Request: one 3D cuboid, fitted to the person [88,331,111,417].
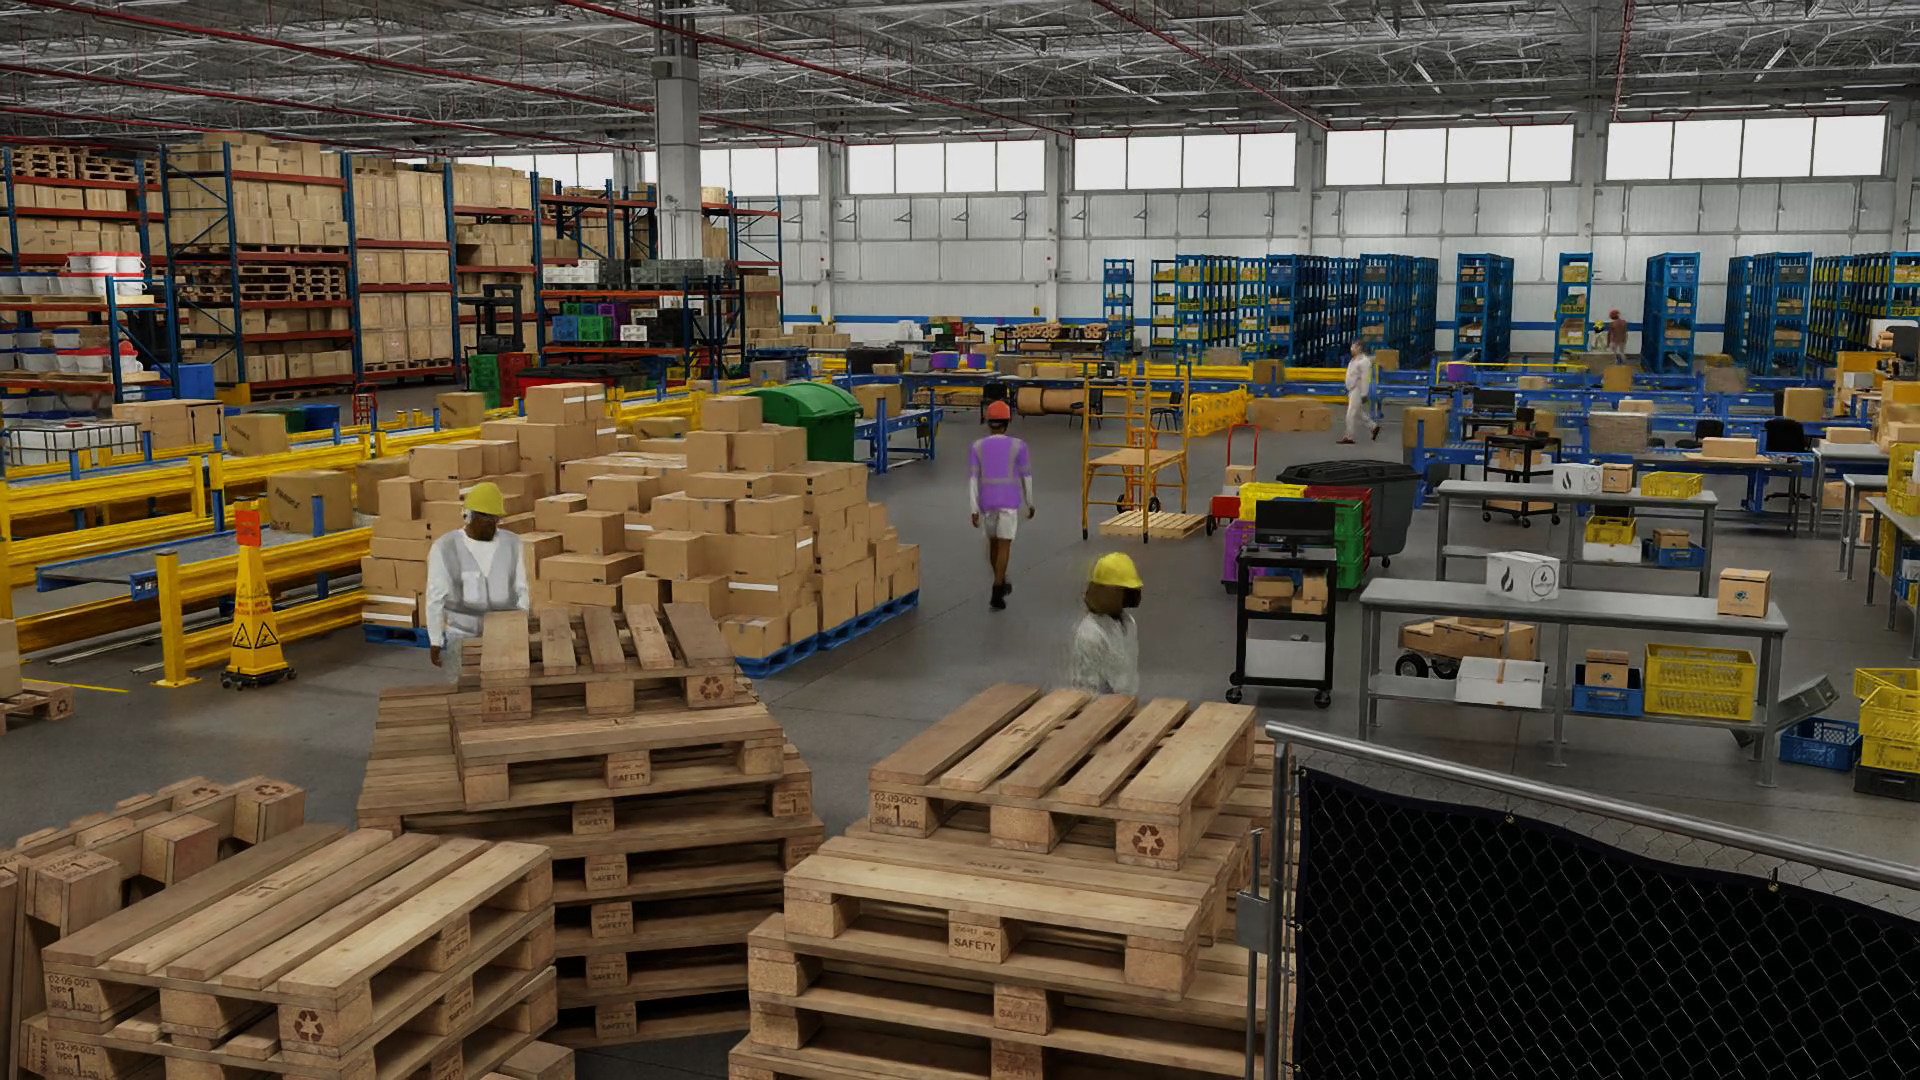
[{"bbox_3d":[-18.175,-3.511,35.361,1.011,1.859,0.634,2,9,15],"label":"person"}]

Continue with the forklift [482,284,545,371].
[{"bbox_3d":[-10.832,-4.702,39.610,1.129,2.768,1.873,3,10,20],"label":"forklift"}]

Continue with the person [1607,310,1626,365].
[{"bbox_3d":[20.742,-6.285,52.503,0.687,1.947,0.444,-1,9,-8],"label":"person"}]

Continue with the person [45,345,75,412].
[{"bbox_3d":[-18.814,-3.270,34.647,0.772,1.595,0.503,3,9,17],"label":"person"}]

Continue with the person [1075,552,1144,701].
[{"bbox_3d":[0.664,0.892,8.136,0.765,1.717,0.492,7,11,37],"label":"person"}]

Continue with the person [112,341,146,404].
[{"bbox_3d":[-14.150,-2.428,28.338,0.388,1.930,0.539,8,12,41],"label":"person"}]

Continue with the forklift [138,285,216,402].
[{"bbox_3d":[-17.480,-4.200,36.461,1.873,2.768,1.129,3,10,19],"label":"forklift"}]

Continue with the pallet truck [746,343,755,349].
[{"bbox_3d":[-6.183,-4.618,44.264,1.601,1.201,0.680,-9,12,-43],"label":"pallet truck"}]

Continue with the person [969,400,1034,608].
[{"bbox_3d":[0.359,-0.336,15.334,0.564,1.897,1.005,3,9,15],"label":"person"}]

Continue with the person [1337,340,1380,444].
[{"bbox_3d":[7.223,-2.672,30.004,0.776,1.885,0.650,-1,9,-6],"label":"person"}]

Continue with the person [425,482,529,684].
[{"bbox_3d":[-2.891,0.546,10.000,0.631,1.818,0.427,-5,10,-30],"label":"person"}]

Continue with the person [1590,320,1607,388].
[{"bbox_3d":[17.081,-4.955,44.490,0.403,1.827,0.600,1,9,7],"label":"person"}]

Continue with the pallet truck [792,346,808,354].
[{"bbox_3d":[-3.705,-4.298,42.022,0.653,1.274,1.630,3,10,20],"label":"pallet truck"}]
